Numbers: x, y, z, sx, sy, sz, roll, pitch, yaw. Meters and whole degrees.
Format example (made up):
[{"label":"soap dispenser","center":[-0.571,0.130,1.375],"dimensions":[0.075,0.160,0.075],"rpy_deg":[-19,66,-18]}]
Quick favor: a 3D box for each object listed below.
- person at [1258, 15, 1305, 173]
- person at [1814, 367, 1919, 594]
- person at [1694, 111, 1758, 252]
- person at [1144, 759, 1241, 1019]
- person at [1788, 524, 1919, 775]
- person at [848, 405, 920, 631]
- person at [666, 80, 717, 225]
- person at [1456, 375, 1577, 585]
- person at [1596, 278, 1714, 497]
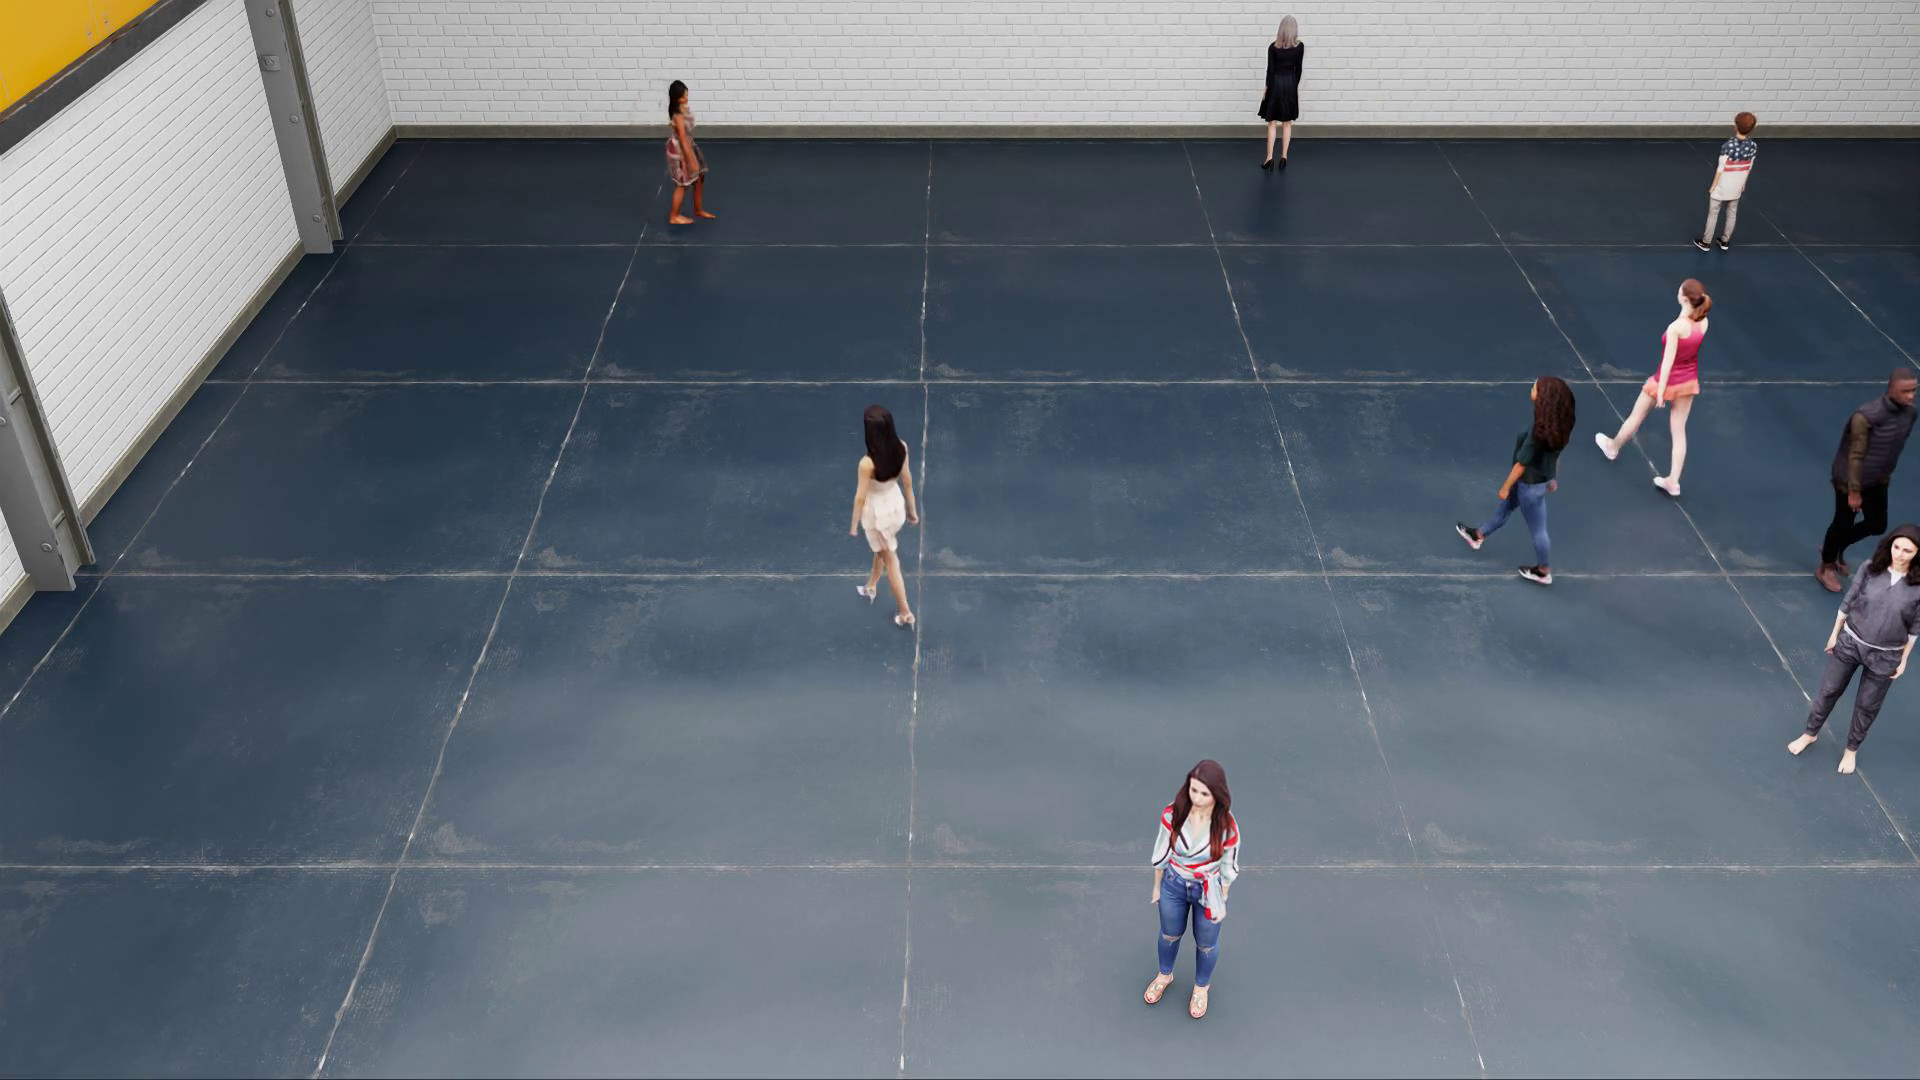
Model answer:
[{"label":"person","center":[3.595,-4.994,18.591],"dimensions":[0.624,1.747,0.601],"rpy_deg":[-4,34,-7]},{"label":"person","center":[6.301,-0.472,11.722],"dimensions":[0.803,1.819,0.812],"rpy_deg":[-11,35,-16]},{"label":"person","center":[7.788,-3.633,16.821],"dimensions":[0.535,1.440,0.512],"rpy_deg":[-4,34,-5]},{"label":"person","center":[1.198,1.775,8.527],"dimensions":[0.656,1.614,0.637],"rpy_deg":[13,36,18]},{"label":"person","center":[5.528,0.643,10.096],"dimensions":[0.674,1.763,0.710],"rpy_deg":[24,40,31]},{"label":"person","center":[-0.450,-0.098,11.257],"dimensions":[0.959,1.711,0.900],"rpy_deg":[29,43,36]},{"label":"person","center":[-2.918,-3.998,17.225],"dimensions":[0.706,1.600,0.629],"rpy_deg":[-6,34,-10]},{"label":"person","center":[4.144,-0.381,11.800],"dimensions":[1.073,1.582,1.041],"rpy_deg":[27,42,34]},{"label":"person","center":[5.556,-1.145,12.830],"dimensions":[0.784,1.714,1.145],"rpy_deg":[-10,35,-14]}]
